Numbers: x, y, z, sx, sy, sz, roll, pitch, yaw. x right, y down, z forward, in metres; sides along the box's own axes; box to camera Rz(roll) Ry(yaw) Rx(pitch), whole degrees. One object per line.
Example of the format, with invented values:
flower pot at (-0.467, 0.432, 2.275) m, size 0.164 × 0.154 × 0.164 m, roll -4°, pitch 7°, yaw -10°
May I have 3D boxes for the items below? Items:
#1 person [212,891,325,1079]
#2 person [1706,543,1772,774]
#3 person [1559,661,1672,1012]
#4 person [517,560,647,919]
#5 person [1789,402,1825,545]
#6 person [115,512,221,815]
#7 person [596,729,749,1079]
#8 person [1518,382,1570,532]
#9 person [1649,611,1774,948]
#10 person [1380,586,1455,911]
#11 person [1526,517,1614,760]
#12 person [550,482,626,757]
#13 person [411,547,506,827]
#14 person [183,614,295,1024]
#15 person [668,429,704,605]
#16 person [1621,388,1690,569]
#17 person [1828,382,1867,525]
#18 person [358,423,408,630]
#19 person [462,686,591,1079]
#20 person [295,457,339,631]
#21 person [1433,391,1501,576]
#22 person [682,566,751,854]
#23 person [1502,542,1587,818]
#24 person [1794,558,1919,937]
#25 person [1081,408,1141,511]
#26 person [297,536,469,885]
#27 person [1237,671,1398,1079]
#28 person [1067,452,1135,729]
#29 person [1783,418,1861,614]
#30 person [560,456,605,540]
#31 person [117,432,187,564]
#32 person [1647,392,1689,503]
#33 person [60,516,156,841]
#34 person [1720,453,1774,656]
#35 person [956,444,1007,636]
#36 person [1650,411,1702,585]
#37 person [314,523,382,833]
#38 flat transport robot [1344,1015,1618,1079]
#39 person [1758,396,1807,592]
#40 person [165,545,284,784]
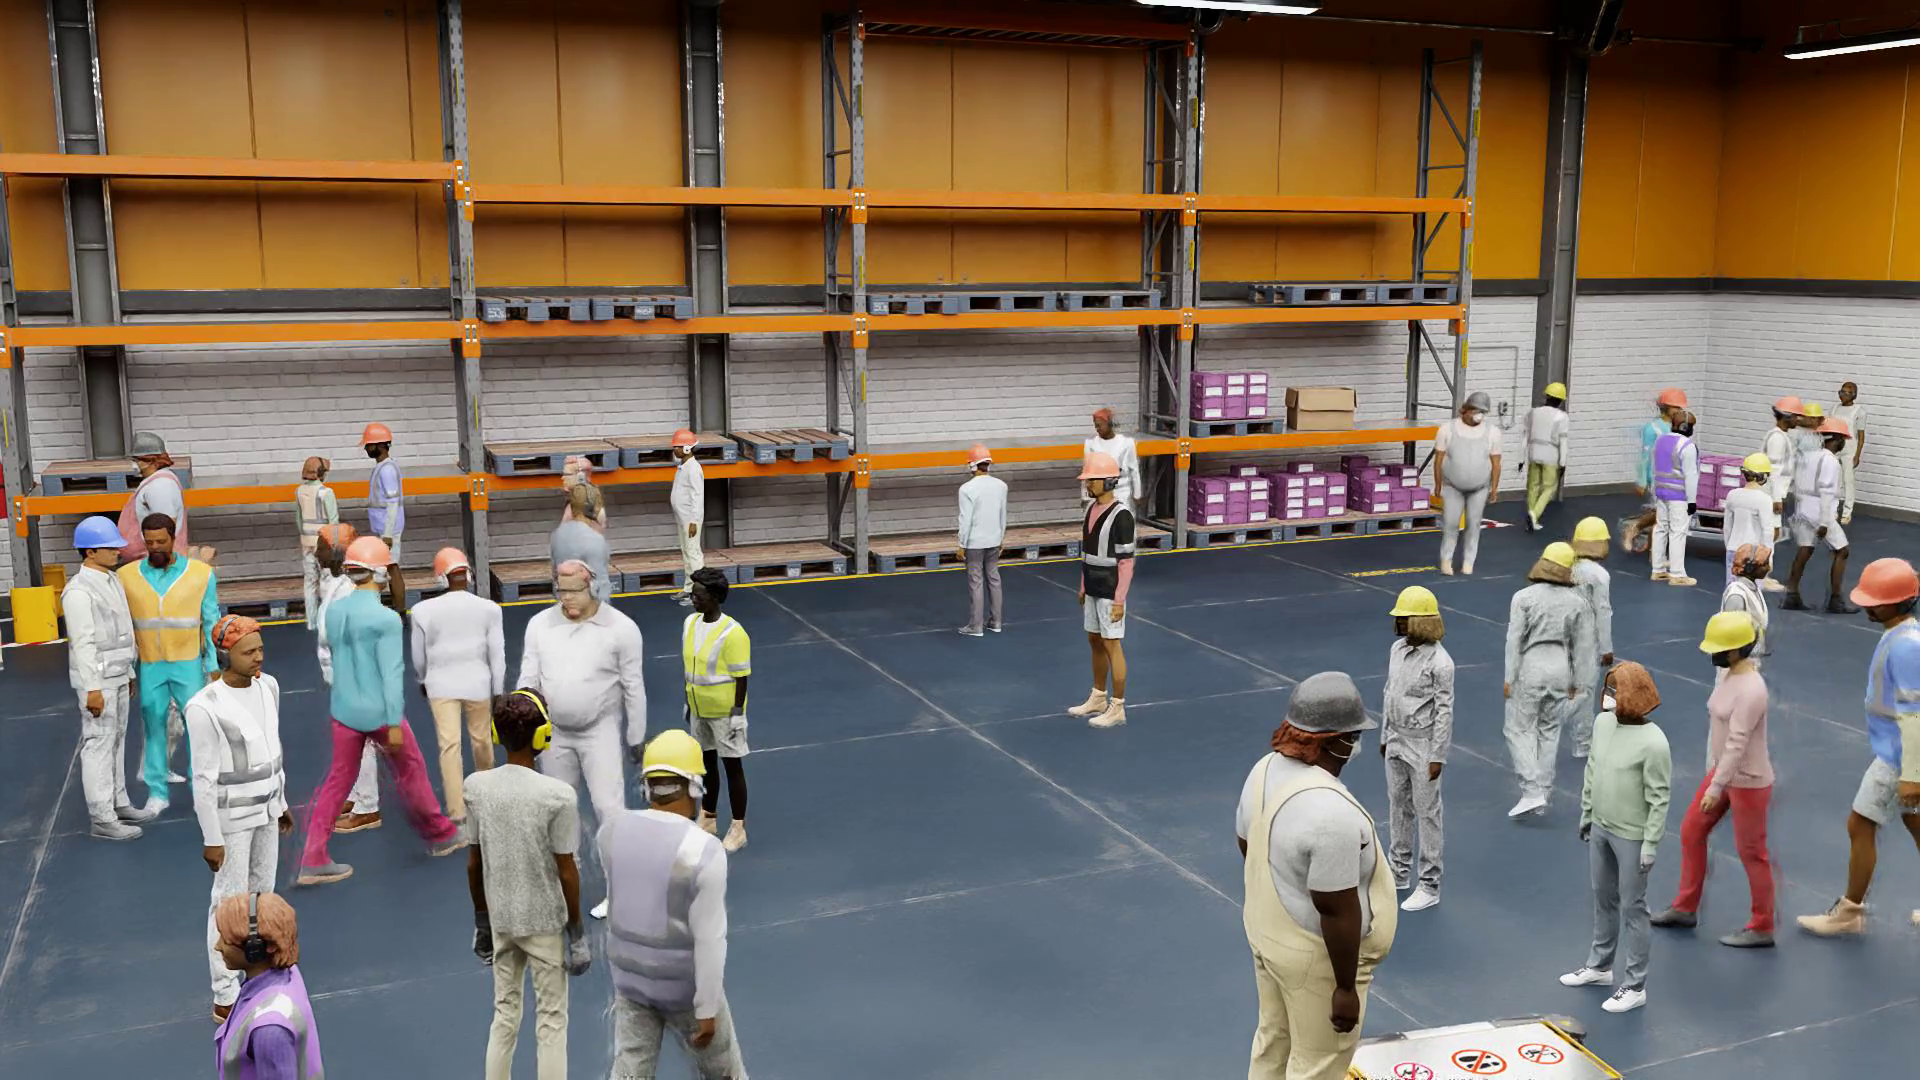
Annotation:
person at (-2.050, 1.836, 4.991) m, size 0.306 × 1.640 × 0.522 m, roll -4°, pitch 11°, yaw -23°
person at (5.081, 0.824, 10.854) m, size 0.314 × 1.633 × 0.518 m, roll 8°, pitch 12°, yaw 37°
person at (3.065, 1.363, 7.733) m, size 0.276 × 1.633 × 0.507 m, roll -3°, pitch 10°, yaw -16°
person at (-2.027, 1.041, 8.886) m, size 0.655 × 1.885 × 0.479 m, roll 2°, pitch 10°, yaw 12°
person at (10.106, -0.793, 19.874) m, size 0.494 × 1.723 × 0.529 m, roll -1°, pitch 10°, yaw -3°
person at (-4.921, 0.766, 10.361) m, size 0.596 × 1.914 × 0.376 m, roll -3°, pitch 10°, yaw -16°
person at (-1.015, 1.567, 6.137) m, size 0.584 × 1.775 × 0.870 m, roll 5°, pitch 11°, yaw 26°
person at (7.210, -1.011, 20.677) m, size 0.600 × 1.899 × 0.672 m, roll -9°, pitch 14°, yaw -43°
person at (3.809, 1.206, 8.362) m, size 0.706 × 1.727 × 0.525 m, roll 1°, pitch 10°, yaw 6°
person at (2.417, 1.103, 8.915) m, size 0.295 × 1.743 × 0.493 m, roll -4°, pitch 11°, yaw -23°
person at (4.182, 0.693, 11.367) m, size 0.747 × 1.717 × 0.487 m, roll -2°, pitch 10°, yaw -13°
person at (-2.597, 0.559, 11.508) m, size 0.360 × 1.937 × 0.632 m, roll -8°, pitch 13°, yaw -39°
person at (-3.110, 0.884, 10.344) m, size 0.542 × 1.686 × 0.901 m, roll -3°, pitch 10°, yaw -19°
person at (-3.258, 1.264, 7.581) m, size 0.337 × 1.882 × 0.583 m, roll 2°, pitch 10°, yaw 11°
person at (-2.726, -0.233, 16.578) m, size 0.330 × 1.750 × 0.573 m, roll -4°, pitch 11°, yaw -23°
person at (7.793, -0.716, 18.623) m, size 0.606 × 2.009 × 0.827 m, roll -5°, pitch 11°, yaw -26°
person at (11.351, -1.115, 21.401) m, size 0.345 × 1.847 × 0.507 m, roll -6°, pitch 12°, yaw -32°
person at (-5.338, -0.120, 15.408) m, size 0.360 × 1.935 × 0.552 m, roll -4°, pitch 11°, yaw -23°
person at (-1.656, 1.485, 6.397) m, size 0.503 × 1.862 × 0.328 m, roll 4°, pitch 11°, yaw 22°
person at (-5.890, 0.046, 15.310) m, size 0.510 × 1.639 × 0.308 m, roll 5°, pitch 11°, yaw 28°
person at (5.489, -0.620, 17.985) m, size 0.710 × 2.000 × 0.678 m, roll 2°, pitch 10°, yaw 10°
person at (-1.431, 0.986, 9.719) m, size 0.535 × 1.697 × 0.321 m, roll 9°, pitch 13°, yaw 42°
person at (3.647, 0.877, 10.333) m, size 0.540 × 1.697 × 0.608 m, roll -1°, pitch 10°, yaw -5°
person at (4.723, 1.062, 8.426) m, size 0.684 × 1.995 × 0.650 m, roll 6°, pitch 12°, yaw 32°
person at (1.612, -0.488, 17.752) m, size 0.594 × 1.850 × 0.644 m, roll 5°, pitch 11°, yaw 28°
person at (-3.294, 0.936, 9.366) m, size 0.634 × 1.928 × 1.030 m, roll 6°, pitch 11°, yaw 30°
person at (1.307, 1.459, 6.009) m, size 0.537 × 2.000 × 0.689 m, roll -3°, pitch 10°, yaw -15°
person at (1.040, 0.366, 12.297) m, size 0.373 × 2.043 × 0.615 m, roll -4°, pitch 11°, yaw -23°
person at (8.466, -0.231, 16.168) m, size 0.821 × 1.886 × 0.555 m, roll 1°, pitch 10°, yaw 8°
person at (-2.998, 0.285, 13.160) m, size 0.408 × 1.905 × 0.654 m, roll -2°, pitch 10°, yaw -13°
person at (-6.681, 0.112, 13.770) m, size 0.539 × 2.000 × 0.689 m, roll -4°, pitch 11°, yaw -23°
person at (8.934, -1.009, 21.096) m, size 0.370 × 1.742 × 0.571 m, roll -9°, pitch 13°, yaw -42°
person at (-5.118, 0.819, 9.961) m, size 0.389 × 1.948 × 0.609 m, roll -2°, pitch 10°, yaw -10°
person at (6.881, 0.121, 14.502) m, size 0.315 × 1.770 × 0.524 m, roll -3°, pitch 10°, yaw -18°
person at (0.178, -0.004, 15.260) m, size 0.572 × 1.749 × 0.340 m, roll -9°, pitch 13°, yaw -42°
person at (7.571, -0.445, 17.573) m, size 0.429 × 1.837 × 0.621 m, roll -3°, pitch 10°, yaw -15°
person at (-3.725, 0.826, 10.105) m, size 0.347 × 1.882 × 0.584 m, roll -4°, pitch 11°, yaw -23°
flat transport robot at (2.030, 2.216, 6.737) m, size 1.431 × 0.197 × 0.652 m, roll -3°, pitch 10°, yaw -14°
person at (8.471, -0.483, 17.247) m, size 0.428 × 2.026 × 0.618 m, roll 5°, pitch 11°, yaw 24°
person at (-5.019, 0.820, 10.983) m, size 0.841 × 1.591 × 0.497 m, roll -2°, pitch 10°, yaw -13°
